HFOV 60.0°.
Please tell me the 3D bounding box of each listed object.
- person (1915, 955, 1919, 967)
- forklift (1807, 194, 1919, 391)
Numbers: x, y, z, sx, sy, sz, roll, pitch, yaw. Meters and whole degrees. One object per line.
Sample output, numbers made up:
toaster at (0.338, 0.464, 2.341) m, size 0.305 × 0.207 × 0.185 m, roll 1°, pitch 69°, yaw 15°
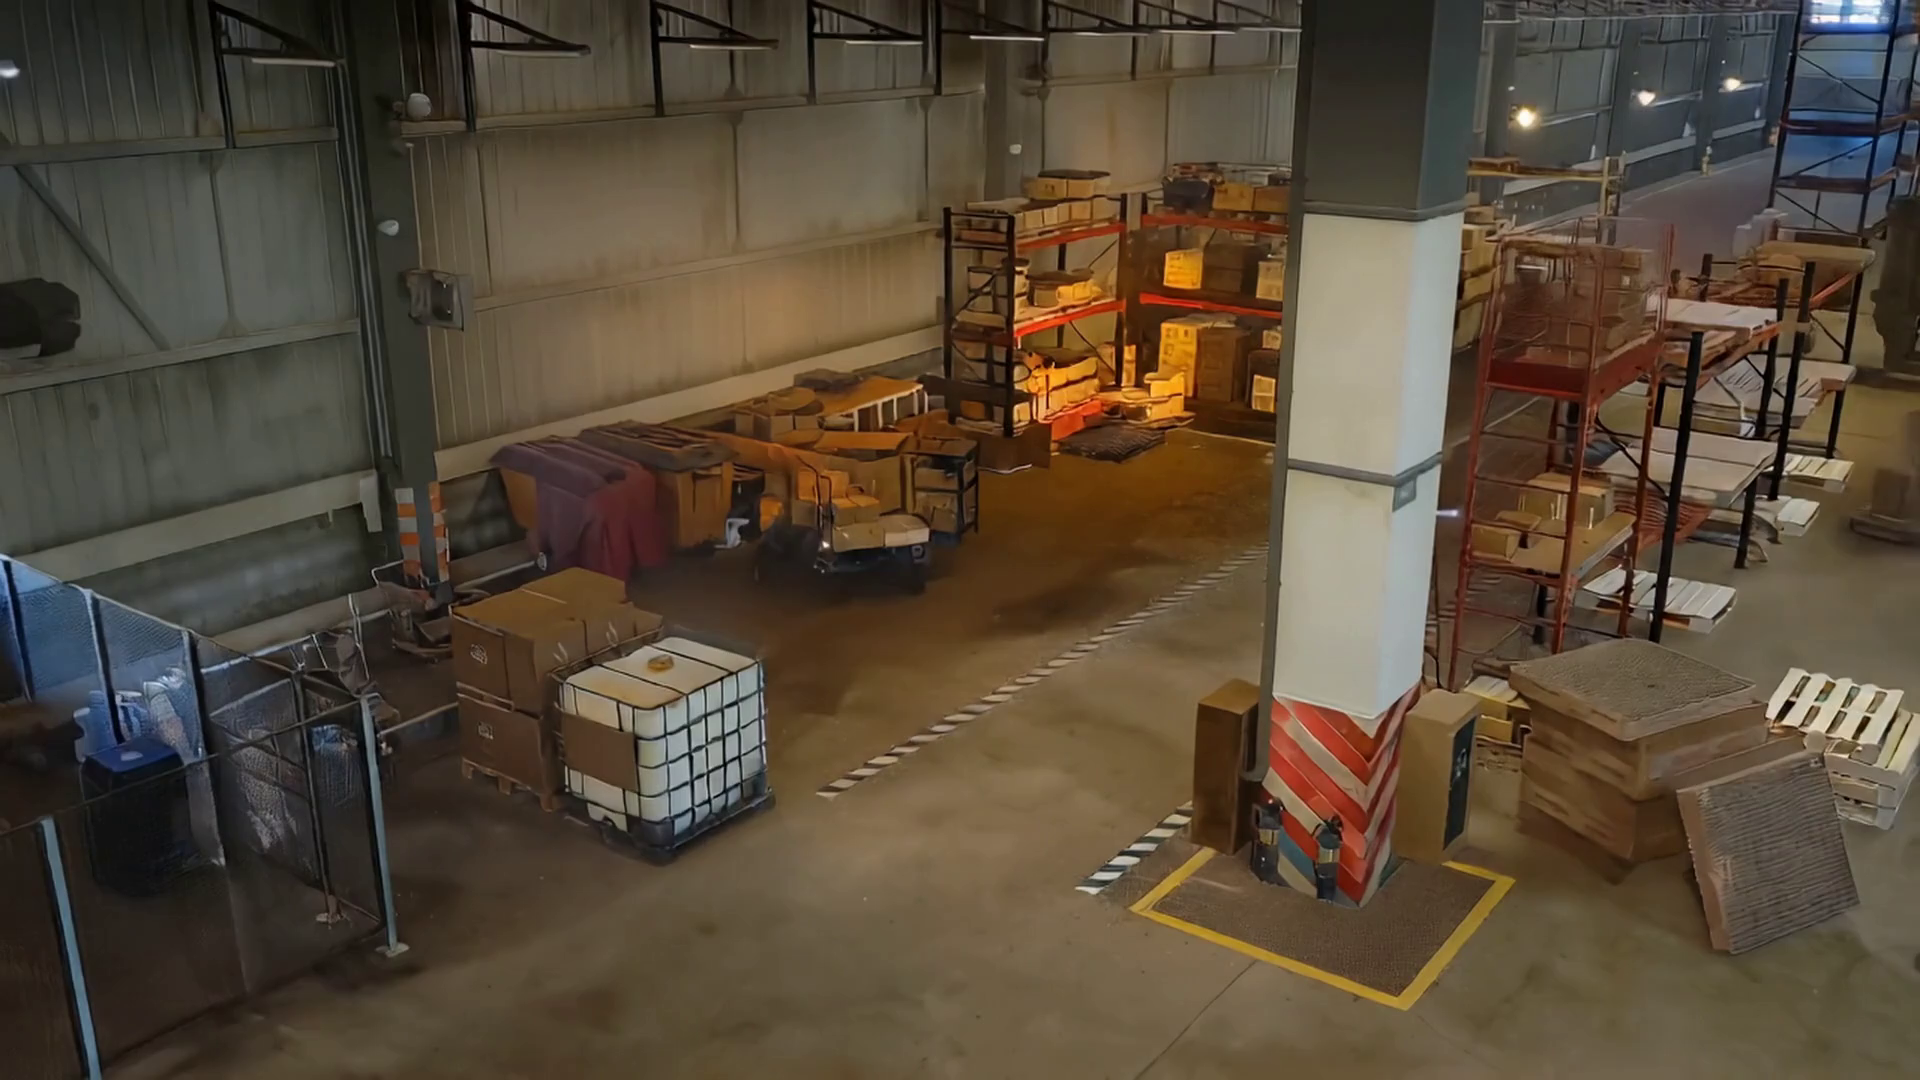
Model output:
person at (6.292, 1.654, 10.149) m, size 1.039 × 1.887 × 0.642 m, roll -15°, pitch 23°, yaw -39°
forklift at (14.147, -3.795, 25.234) m, size 1.873 × 2.768 × 1.129 m, roll 13°, pitch 22°, yaw 34°
